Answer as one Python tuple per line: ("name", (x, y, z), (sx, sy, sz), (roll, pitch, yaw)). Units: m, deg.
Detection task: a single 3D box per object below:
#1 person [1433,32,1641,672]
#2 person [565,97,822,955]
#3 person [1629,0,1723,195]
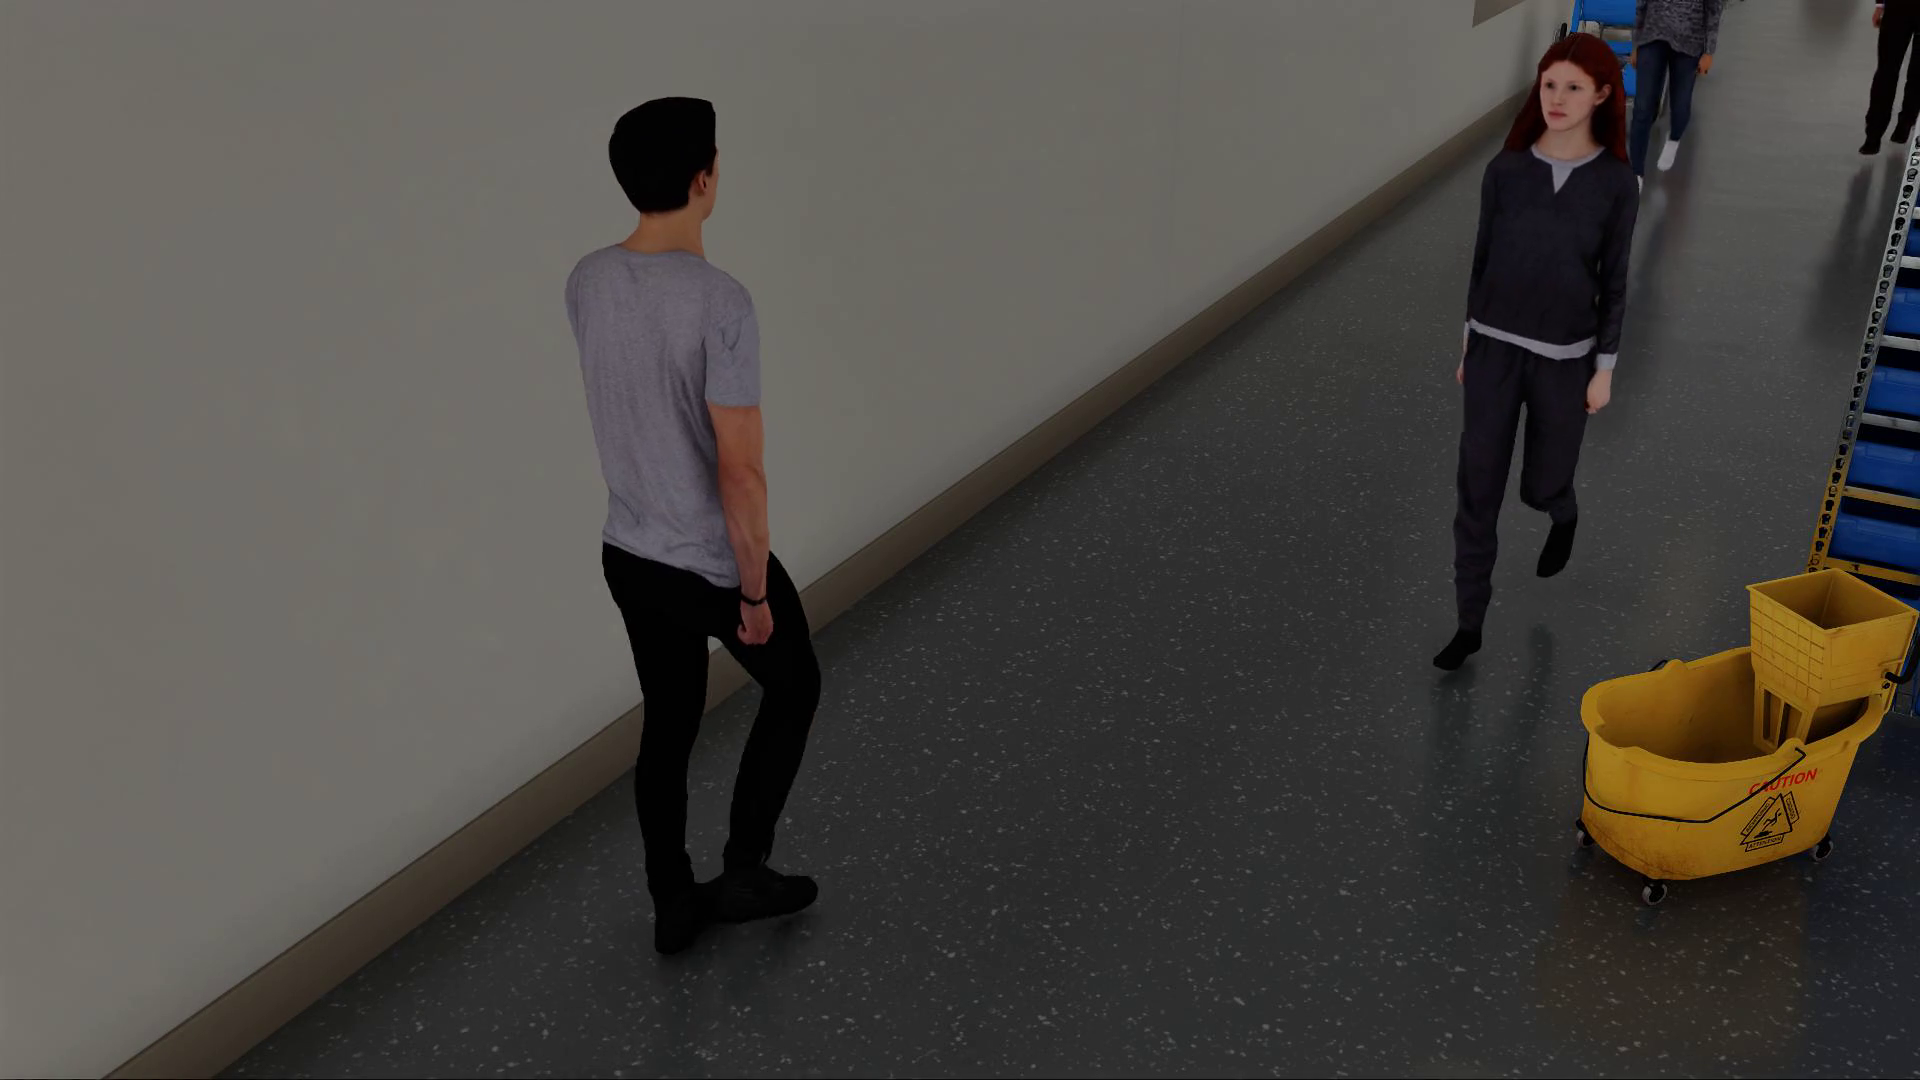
("person", (1.641, -0.510, 4.698), (0.979, 1.755, 0.702), (17, 31, 32))
("person", (-0.613, 0.072, 3.376), (0.604, 1.855, 0.769), (17, 31, 31))
("person", (4.154, -2.883, 9.678), (1.026, 1.703, 0.683), (14, 29, 26))
